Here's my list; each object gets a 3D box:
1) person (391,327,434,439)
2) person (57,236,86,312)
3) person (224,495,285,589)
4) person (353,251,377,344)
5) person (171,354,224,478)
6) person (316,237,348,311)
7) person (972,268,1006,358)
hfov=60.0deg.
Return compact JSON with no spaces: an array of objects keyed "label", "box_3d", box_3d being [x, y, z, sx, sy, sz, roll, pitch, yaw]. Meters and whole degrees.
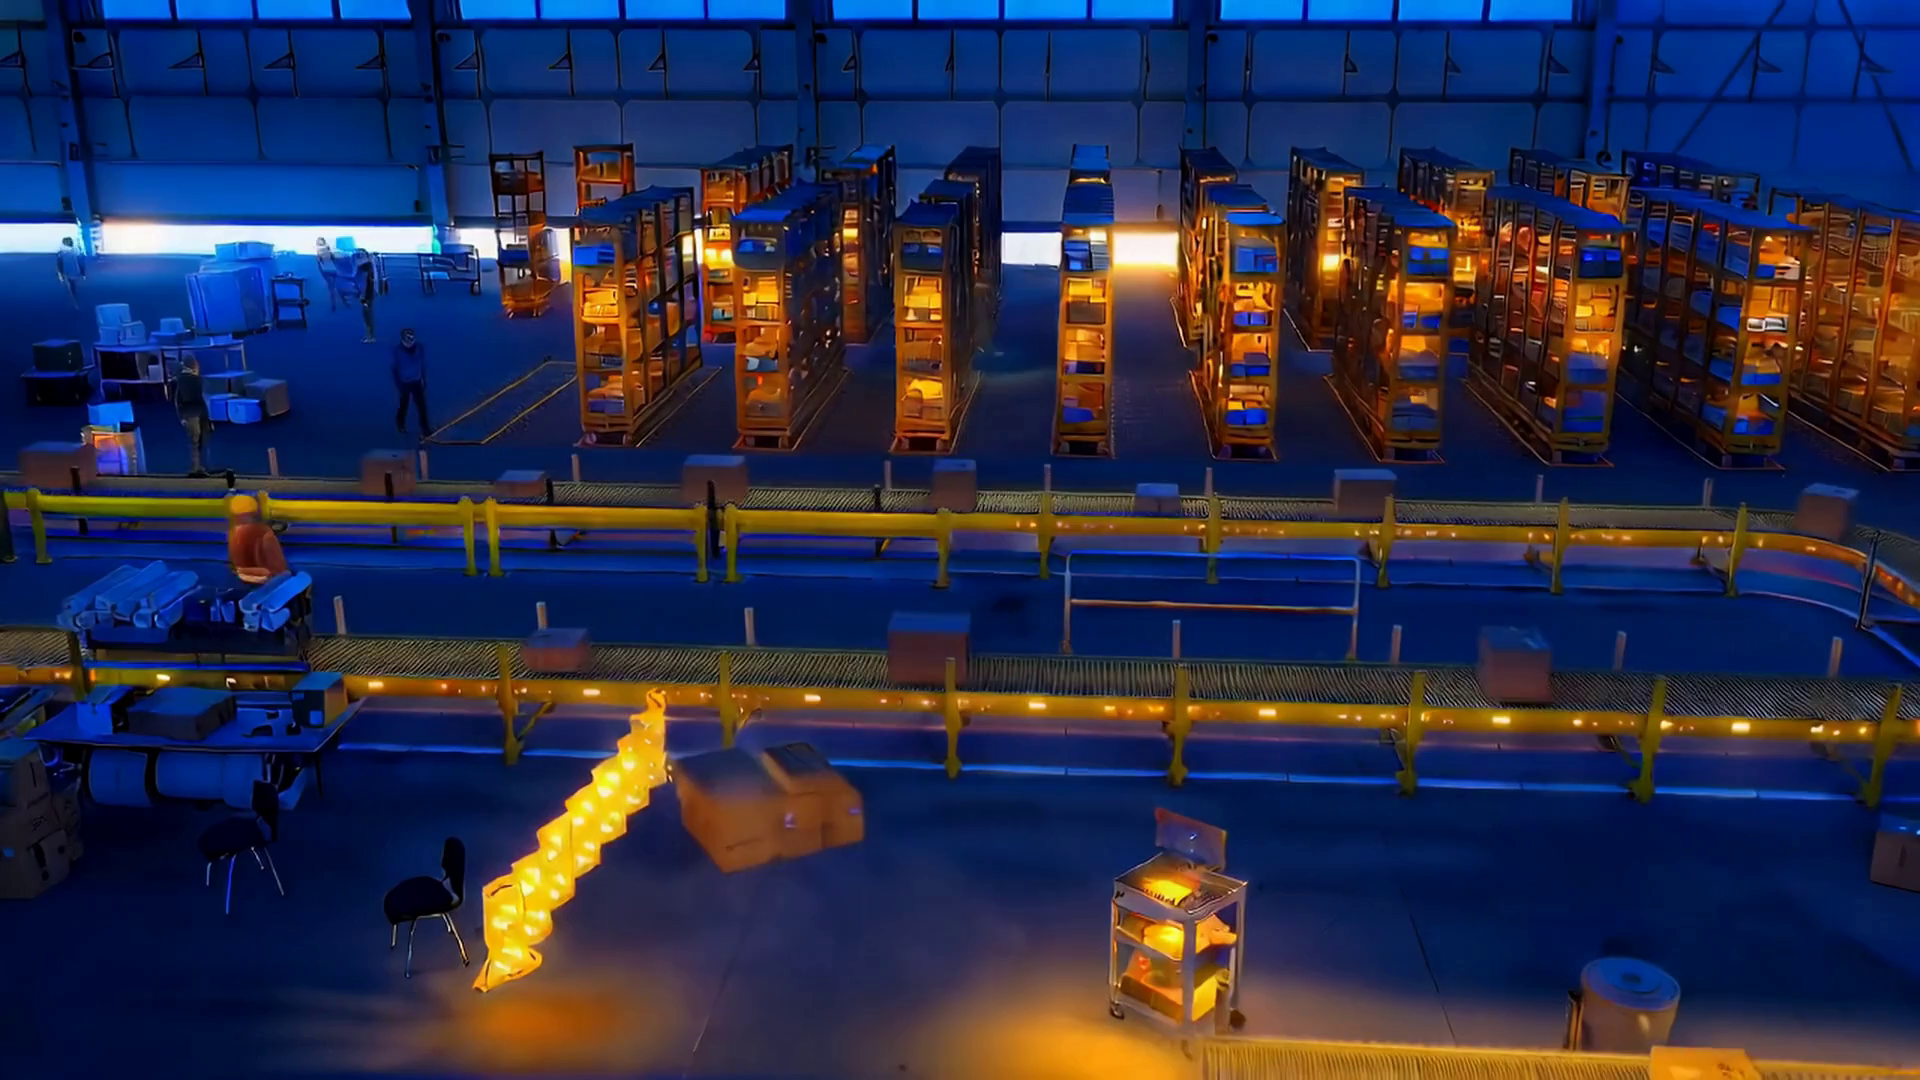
[{"label":"person","box_3d":[-8.857,-2.549,26.700,0.916,1.810,0.578,16,23,40]},{"label":"person","box_3d":[-20.273,-6.077,38.014,0.569,1.730,0.739,-14,22,-38]},{"label":"person","box_3d":[-7.132,0.490,16.903,0.717,1.901,0.387,7,19,20]},{"label":"person","box_3d":[-12.287,-5.006,34.334,0.409,1.903,0.638,-3,18,-10]},{"label":"person","box_3d":[-11.143,-1.809,24.301,0.599,1.830,0.404,4,18,13]},{"label":"person","box_3d":[-14.426,-6.103,38.130,0.524,1.703,0.569,4,18,12]},{"label":"person","box_3d":[0.511,-4.520,33.014,0.985,1.780,0.585,11,20,31]}]
